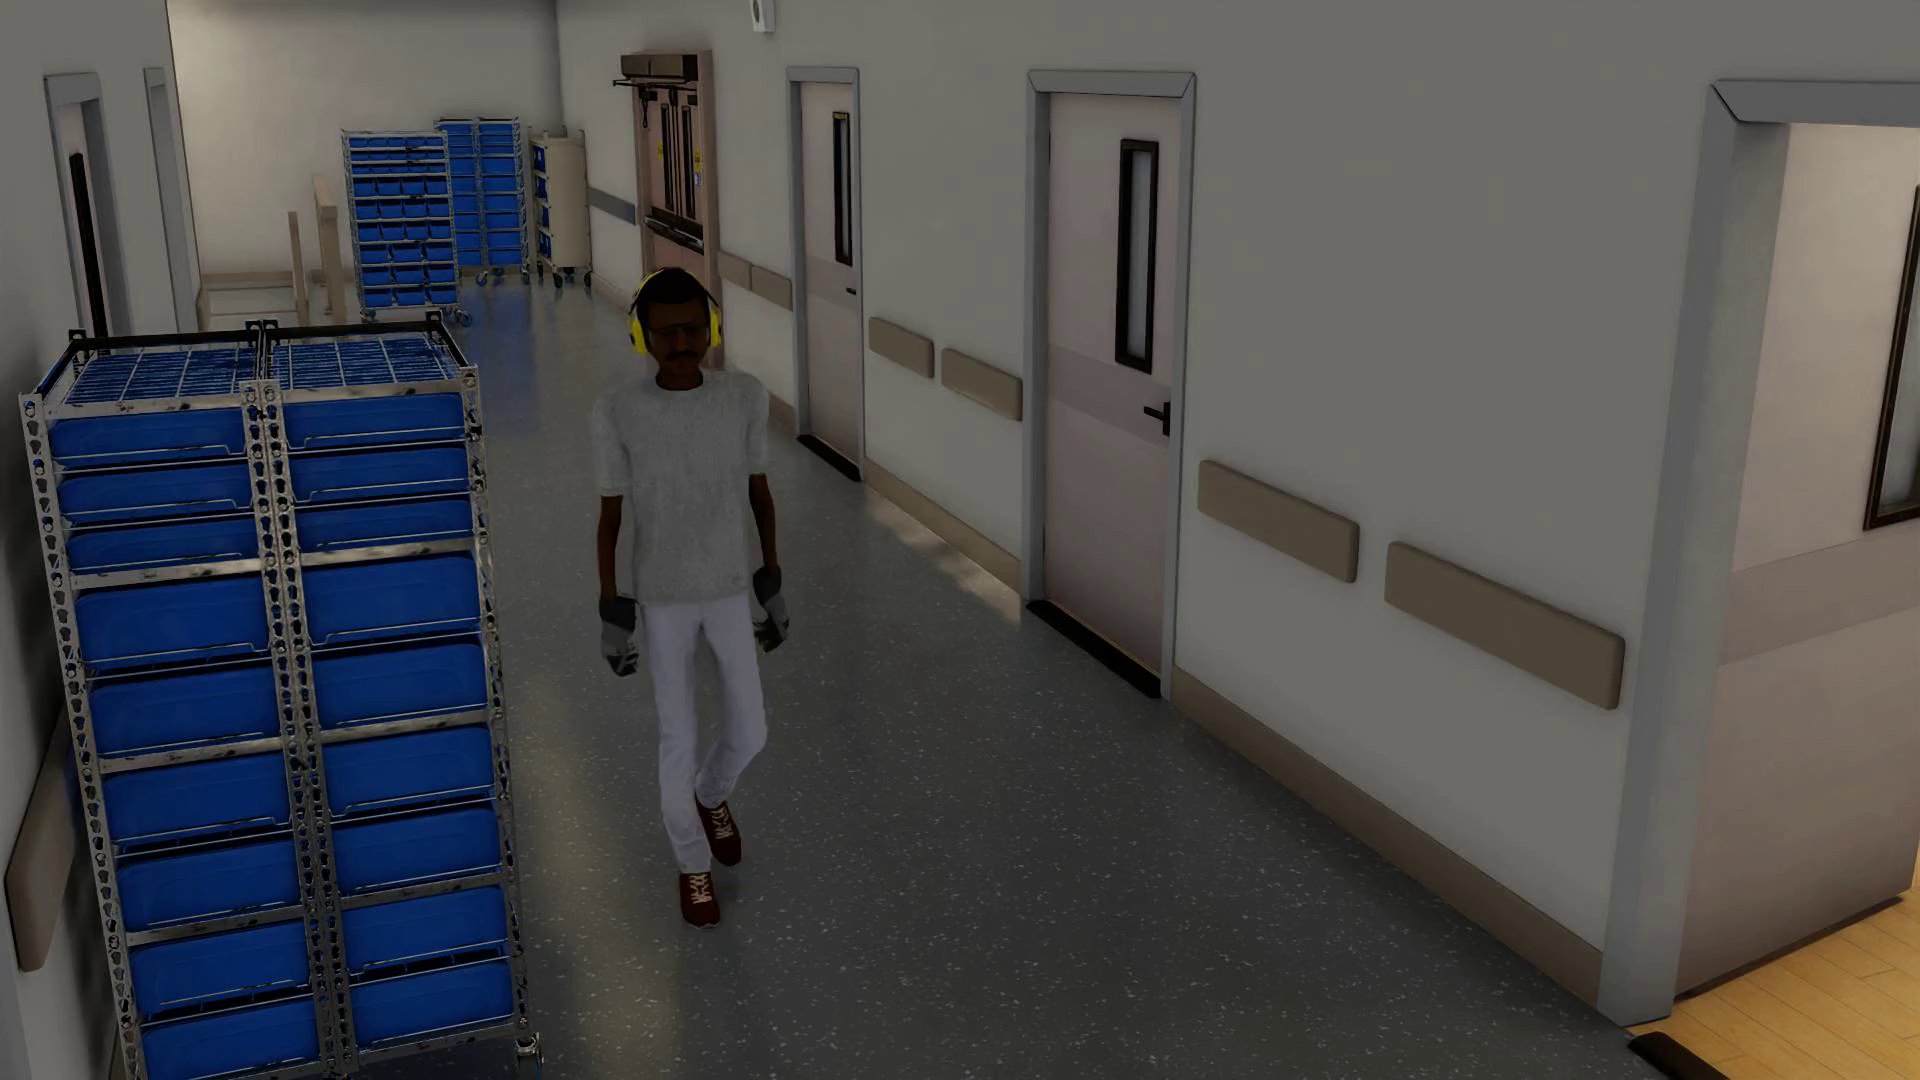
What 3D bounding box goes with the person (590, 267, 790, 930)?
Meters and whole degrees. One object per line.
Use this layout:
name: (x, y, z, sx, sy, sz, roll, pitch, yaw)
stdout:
person: (-0.740, 0.161, 4.631, 0.553, 1.854, 0.438, -6, 17, -20)
